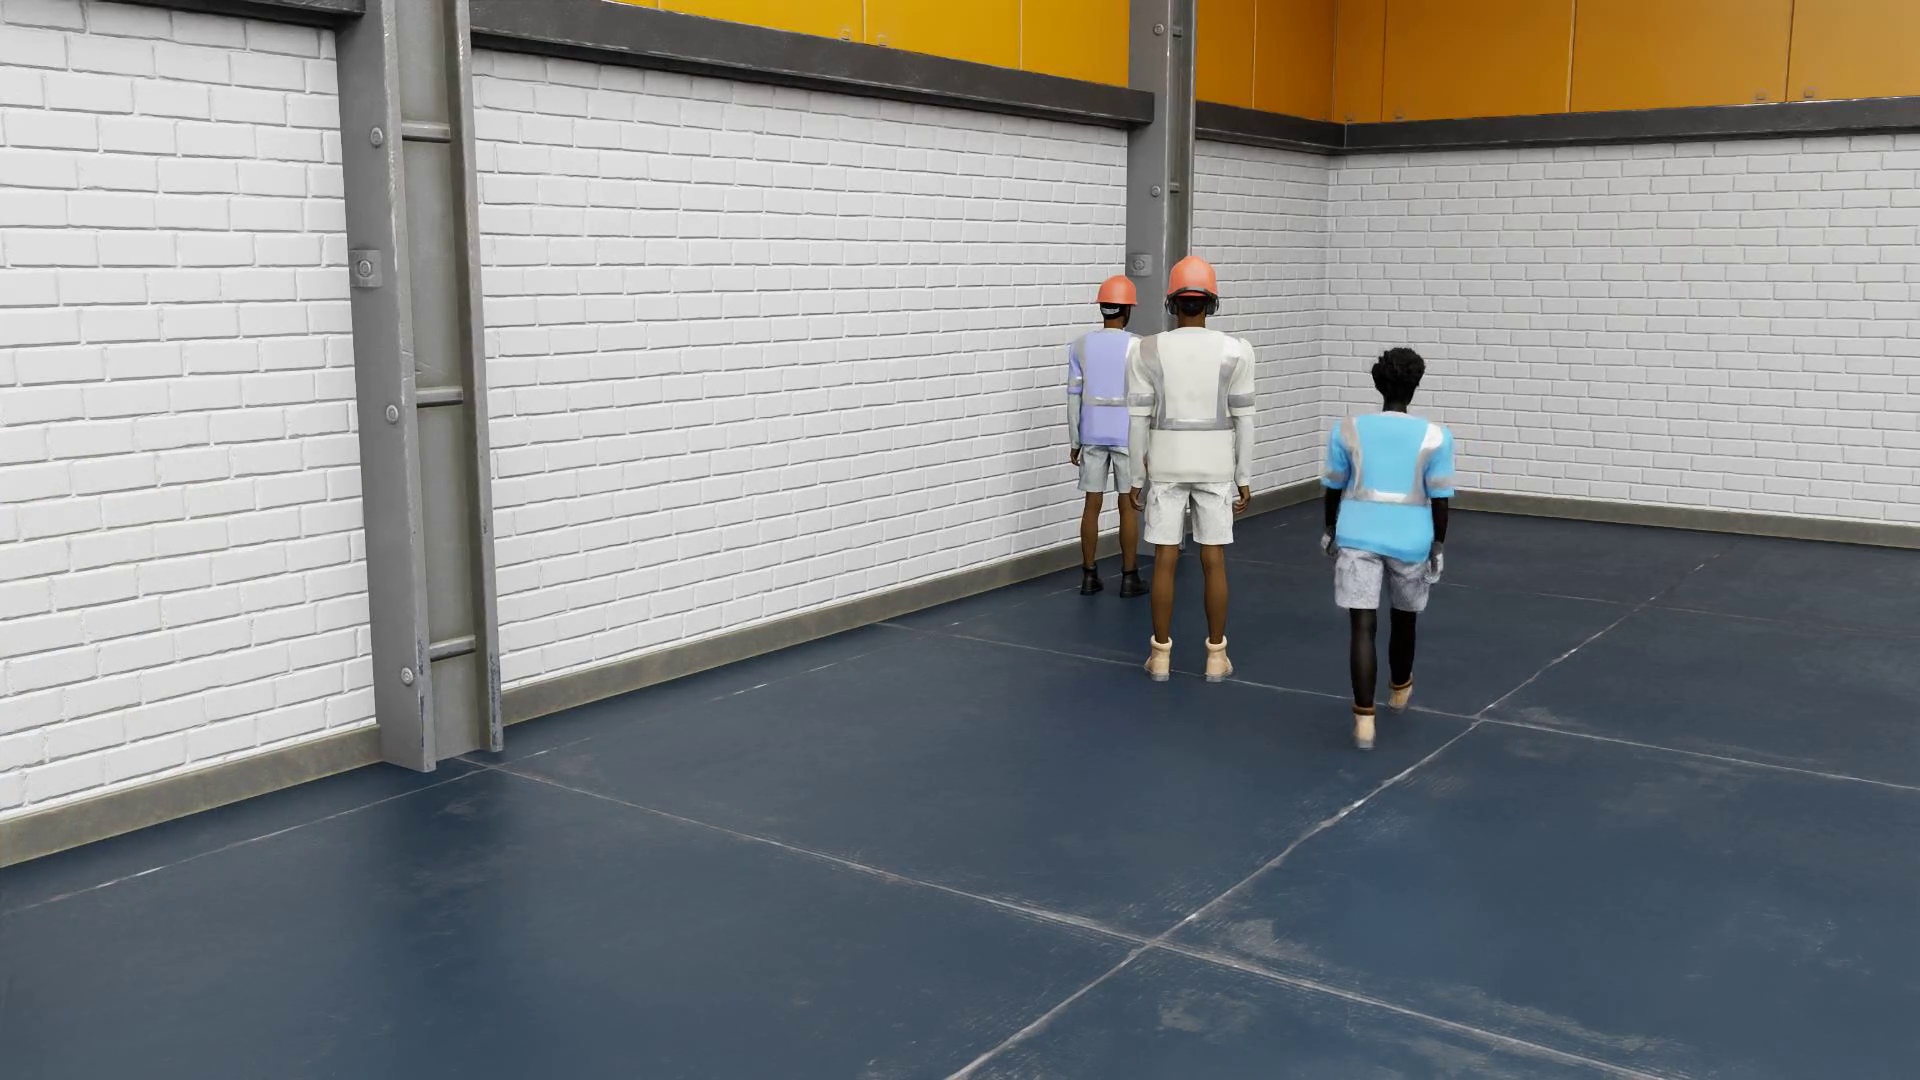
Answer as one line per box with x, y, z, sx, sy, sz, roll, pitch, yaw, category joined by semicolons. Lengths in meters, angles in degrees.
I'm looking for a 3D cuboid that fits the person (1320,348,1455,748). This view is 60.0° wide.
1.817;0.008;7.111;0.547;1.644;0.858;3;10;15;person

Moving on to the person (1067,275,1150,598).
0.924;-0.620;10.037;0.550;1.935;0.376;4;10;22;person

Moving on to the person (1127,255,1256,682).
1.102;-0.331;7.990;0.607;2.048;0.367;1;10;7;person
